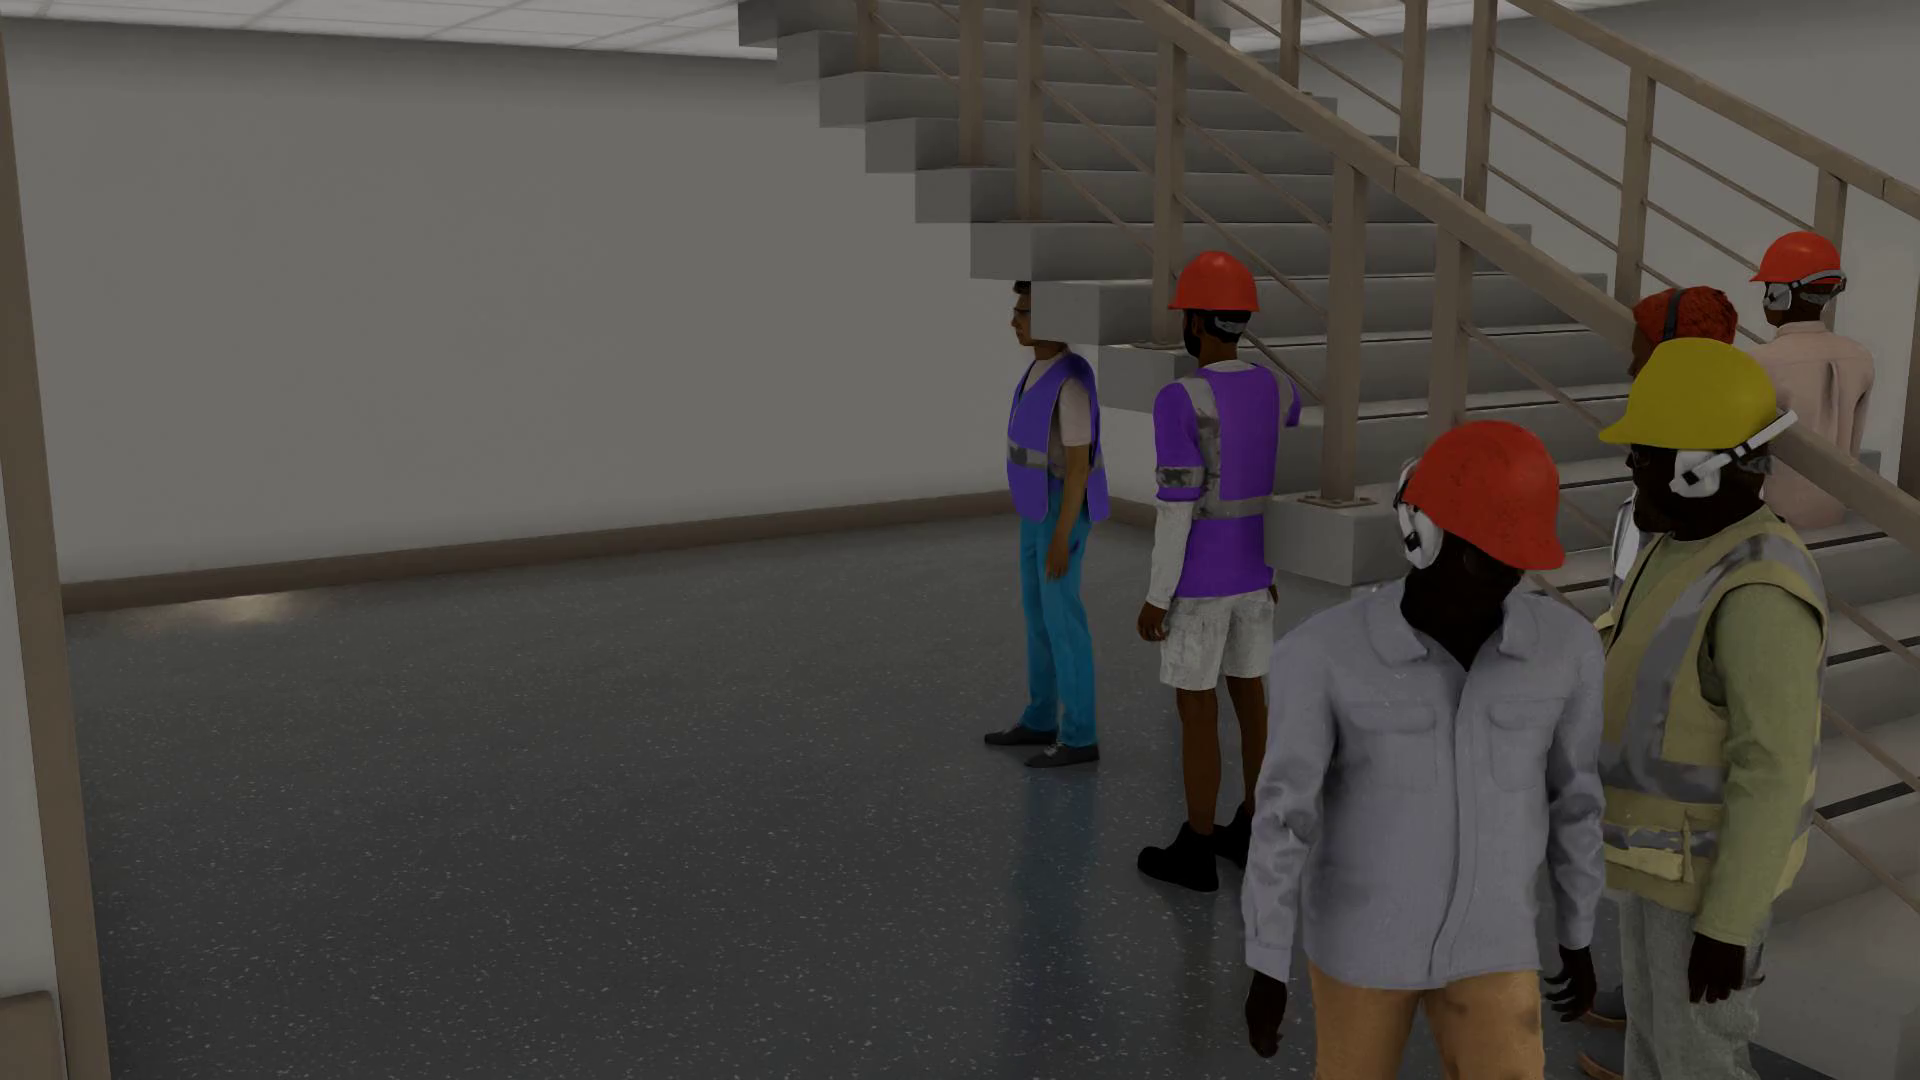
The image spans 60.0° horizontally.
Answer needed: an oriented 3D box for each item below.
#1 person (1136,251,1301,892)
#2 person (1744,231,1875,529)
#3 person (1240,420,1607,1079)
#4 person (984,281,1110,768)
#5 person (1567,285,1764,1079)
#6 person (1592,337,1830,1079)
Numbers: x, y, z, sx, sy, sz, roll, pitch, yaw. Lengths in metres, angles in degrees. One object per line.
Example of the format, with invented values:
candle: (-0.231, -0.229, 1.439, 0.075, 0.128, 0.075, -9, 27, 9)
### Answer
person: (0.765, 0.102, 5.075, 0.542, 1.939, 0.364, -8, 13, -35)
person: (2.814, -0.047, 5.714, 0.612, 1.995, 0.378, -5, 12, -25)
person: (0.767, 0.664, 2.696, 0.626, 1.713, 0.609, 0, 11, -2)
person: (0.345, -0.066, 6.231, 0.401, 1.845, 0.567, -2, 11, -10)
person: (1.675, 0.353, 3.901, 0.354, 1.883, 0.576, 3, 11, 18)
person: (1.288, 0.557, 2.980, 0.404, 1.828, 0.592, 2, 11, 9)
